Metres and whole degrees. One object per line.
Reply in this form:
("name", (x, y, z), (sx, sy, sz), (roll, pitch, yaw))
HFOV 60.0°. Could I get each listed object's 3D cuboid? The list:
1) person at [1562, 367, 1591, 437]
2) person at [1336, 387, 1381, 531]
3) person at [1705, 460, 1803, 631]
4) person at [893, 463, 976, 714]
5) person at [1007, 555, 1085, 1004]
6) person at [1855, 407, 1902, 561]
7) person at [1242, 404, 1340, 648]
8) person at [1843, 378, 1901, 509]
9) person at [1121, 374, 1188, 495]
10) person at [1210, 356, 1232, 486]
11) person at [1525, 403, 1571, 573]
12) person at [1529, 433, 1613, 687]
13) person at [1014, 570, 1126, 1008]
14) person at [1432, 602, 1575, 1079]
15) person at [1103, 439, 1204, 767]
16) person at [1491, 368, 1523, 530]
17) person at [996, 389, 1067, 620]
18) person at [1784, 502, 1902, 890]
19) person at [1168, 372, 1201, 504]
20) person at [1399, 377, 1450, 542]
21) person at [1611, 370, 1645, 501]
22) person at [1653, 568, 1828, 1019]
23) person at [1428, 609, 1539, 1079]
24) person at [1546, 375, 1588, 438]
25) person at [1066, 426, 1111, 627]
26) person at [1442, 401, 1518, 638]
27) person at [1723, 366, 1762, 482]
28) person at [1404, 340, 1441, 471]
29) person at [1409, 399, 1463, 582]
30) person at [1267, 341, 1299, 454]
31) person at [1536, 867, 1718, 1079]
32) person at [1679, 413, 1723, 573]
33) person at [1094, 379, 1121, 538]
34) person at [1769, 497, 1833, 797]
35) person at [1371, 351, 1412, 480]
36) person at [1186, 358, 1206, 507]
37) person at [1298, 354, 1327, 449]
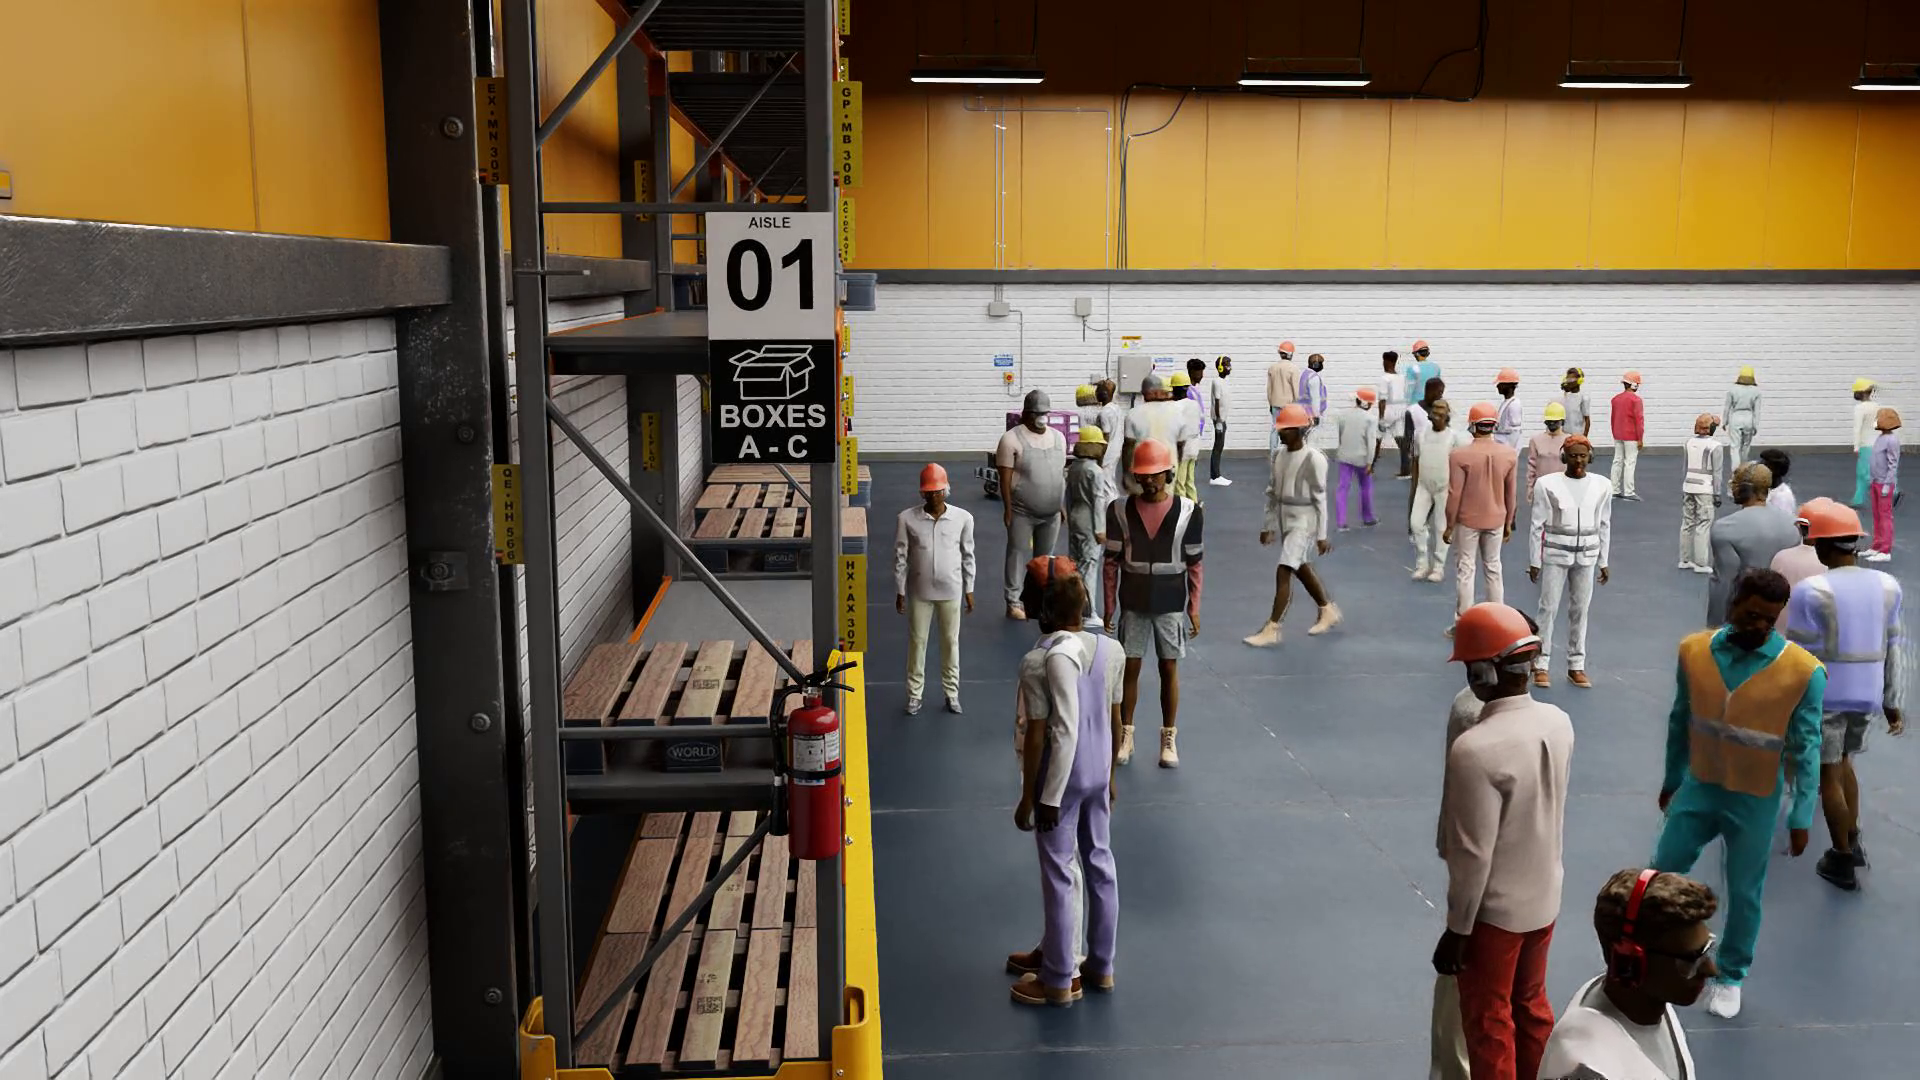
("person", (7.799, -1.263, 21.196), (0.313, 1.866, 0.538), (-2, 9, -13))
("person", (4.769, -0.975, 19.837), (0.575, 1.706, 0.808), (8, 12, 42))
("person", (4.710, 0.492, 9.948), (0.633, 1.937, 0.358), (-3, 10, -20))
("person", (-0.174, 0.337, 11.496), (0.576, 1.749, 0.335), (-1, 9, -4))
("person", (0.382, 0.992, 6.983), (0.356, 1.883, 0.574), (0, 9, 0))
("person", (9.809, -0.593, 17.709), (0.279, 1.634, 0.499), (2, 9, 11))
("person", (2.798, -0.138, 13.745), (1.048, 1.999, 0.627), (-5, 10, -26))
("person", (11.732, -1.211, 21.339), (0.530, 1.727, 0.716), (-6, 11, -35))
("person", (2.005, -0.749, 17.420), (0.719, 2.000, 0.566), (-1, 9, -6))
("person", (3.791, -1.726, 24.087), (0.315, 1.870, 0.532), (3, 9, 16))
("person", (5.986, -0.512, 16.830), (0.521, 1.758, 0.349), (6, 11, 34))
("person", (4.485, 0.154, 12.241), (0.584, 1.882, 0.337), (0, 9, 3))
("person", (0.451, 1.024, 6.923), (0.507, 1.838, 0.351), (-6, 11, -32))
("person", (1.747, 1.186, 5.448), (0.612, 1.983, 0.407), (-8, 12, -41))
("person", (1.180, 0.394, 10.234), (0.613, 2.041, 0.393), (2, 9, 12))
("person", (6.476, -1.073, 19.804), (0.396, 1.929, 0.566), (1, 9, 7))
("person", (0.686, -0.318, 14.713), (0.678, 2.000, 0.536), (-5, 10, -27))
("person", (4.356, 0.767, 8.304), (0.569, 1.908, 0.554), (-1, 9, -6))
("person", (2.572, -0.997, 19.383), (0.398, 1.920, 0.588), (7, 12, 39))
("person", (5.315, -0.925, 19.009), (0.598, 1.883, 0.607), (-4, 10, -22))
("person", (9.027, -1.409, 22.457), (0.321, 1.754, 0.563), (-3, 10, -20))
("person", (3.152, 1.025, 6.772), (0.436, 1.884, 0.683), (-7, 12, -39))
("person", (1.883, 1.161, 5.983), (0.333, 1.866, 0.515), (2, 9, 11))
("person", (7.903, -1.288, 21.667), (0.522, 1.768, 0.312), (4, 10, 24))
("person", (1.105, -0.120, 14.407), (0.313, 1.741, 0.487), (-5, 10, -28))
("person", (4.305, -0.152, 13.814), (0.623, 1.993, 0.385), (-2, 9, -11))
("person", (11.542, -1.719, 24.537), (0.486, 1.707, 0.868), (3, 9, 16))
("person", (7.129, -2.075, 25.773), (0.605, 2.033, 0.395), (-3, 10, -21))
("person", (4.652, -0.474, 16.362), (0.535, 1.823, 0.569), (6, 11, 34))
("person", (5.157, -2.158, 26.403), (0.378, 1.996, 0.610), (-8, 12, -41))
("person", (1.344, 1.565, 3.498), (0.387, 1.845, 0.565), (6, 11, 31))
("person", (7.566, -0.475, 16.990), (0.312, 1.634, 0.514), (-3, 9, -17))
("person", (1.680, -0.939, 19.224), (0.345, 1.846, 0.508), (3, 10, 18))
("person", (4.963, 0.620, 9.723), (0.326, 1.752, 0.563), (-6, 11, -34))
("person", (6.407, -1.859, 24.826), (0.625, 1.900, 1.027), (-6, 11, -31))
("person", (3.021, -1.402, 21.757), (0.368, 1.966, 0.602), (2, 9, 14))
("person", (5.425, -1.947, 25.600), (0.429, 1.835, 0.629), (0, 9, -1))
